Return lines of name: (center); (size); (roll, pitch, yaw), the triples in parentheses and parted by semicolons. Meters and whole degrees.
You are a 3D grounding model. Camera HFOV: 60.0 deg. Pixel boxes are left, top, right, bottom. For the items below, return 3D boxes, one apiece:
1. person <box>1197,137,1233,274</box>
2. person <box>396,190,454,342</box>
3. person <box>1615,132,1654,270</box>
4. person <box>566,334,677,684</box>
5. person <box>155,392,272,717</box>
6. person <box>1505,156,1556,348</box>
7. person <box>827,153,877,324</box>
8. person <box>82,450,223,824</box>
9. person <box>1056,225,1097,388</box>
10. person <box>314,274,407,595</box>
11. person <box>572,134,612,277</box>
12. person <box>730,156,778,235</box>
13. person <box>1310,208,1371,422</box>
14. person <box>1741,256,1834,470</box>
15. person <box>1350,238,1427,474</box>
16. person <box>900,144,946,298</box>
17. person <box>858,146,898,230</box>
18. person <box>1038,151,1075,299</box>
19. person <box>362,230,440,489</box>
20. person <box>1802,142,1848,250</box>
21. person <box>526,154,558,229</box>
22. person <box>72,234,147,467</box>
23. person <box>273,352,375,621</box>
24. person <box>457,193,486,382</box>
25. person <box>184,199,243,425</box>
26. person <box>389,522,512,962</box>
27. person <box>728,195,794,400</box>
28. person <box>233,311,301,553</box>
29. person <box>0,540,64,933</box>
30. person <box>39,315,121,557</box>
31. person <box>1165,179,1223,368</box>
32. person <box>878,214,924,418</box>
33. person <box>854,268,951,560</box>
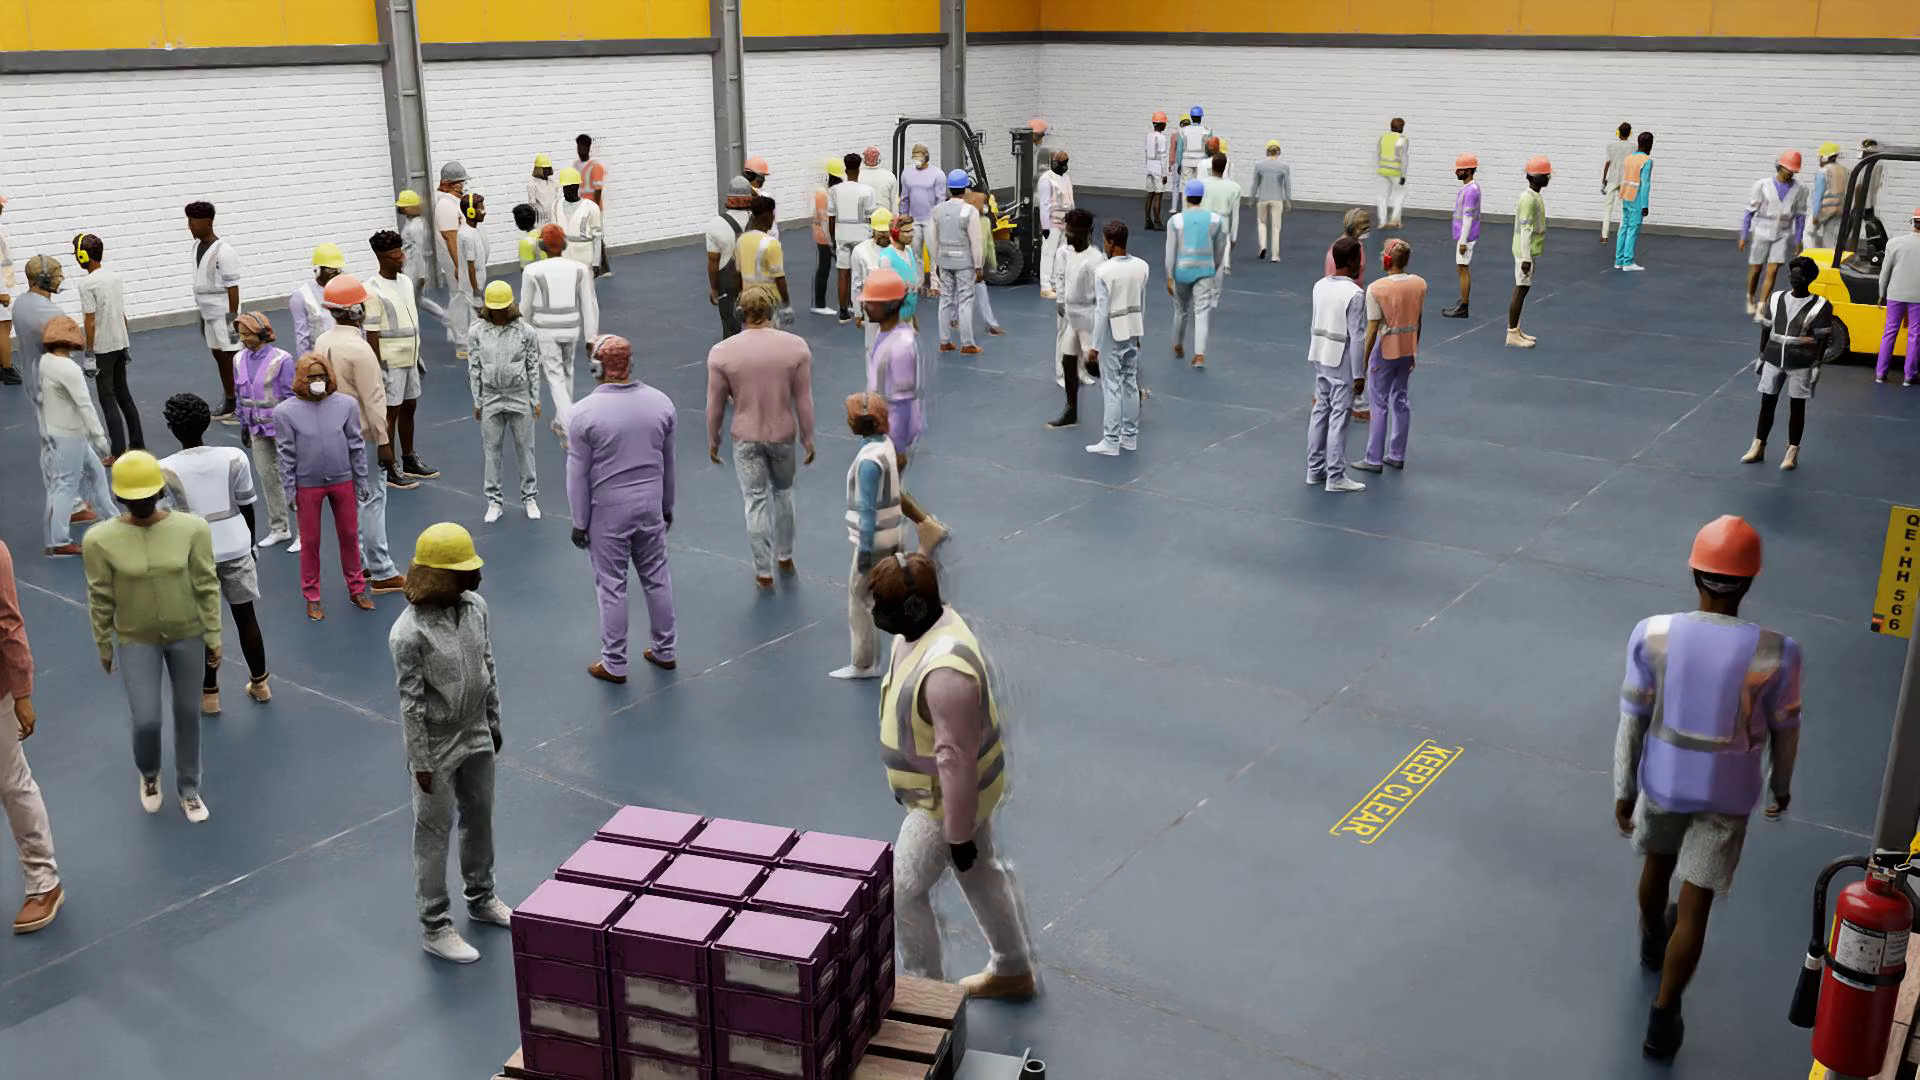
person: (3.495, -4.630, 23.039); (0.603, 1.854, 0.631); (-9, 20, -25)
person: (-5.866, -2.925, 17.951); (0.758, 1.701, 0.491); (-5, 18, -15)
person: (9.450, -4.742, 23.305); (0.397, 1.911, 0.587); (-2, 18, -7)
person: (-1.838, -0.169, 9.026); (0.640, 1.899, 0.395); (-15, 23, -39)
person: (-3.882, 0.074, 8.602); (0.539, 1.693, 0.322); (-15, 23, -39)
person: (6.165, -3.109, 17.975); (0.375, 2.042, 0.615); (7, 19, 21)
person: (-1.229, -3.490, 19.292); (0.615, 1.964, 0.361); (6, 19, 17)
person: (-3.524, 0.443, 7.352); (0.524, 1.749, 0.364); (-11, 21, -30)
person: (1.128, -2.298, 16.096); (0.512, 1.639, 0.311); (-13, 22, -36)
person: (-3.735, -0.652, 10.364); (0.609, 1.997, 0.370); (15, 23, 39)
person: (-5.117, -4.507, 22.549); (0.659, 1.920, 0.730); (15, 23, 39)
person: (-2.217, -3.143, 18.114); (0.613, 2.031, 0.410); (10, 20, 28)
person: (3.451, -1.967, 14.640); (0.669, 1.896, 0.696); (9, 20, 25)
person: (6.589, -1.406, 13.209); (0.321, 1.697, 0.534); (-15, 23, -39)
person: (3.380, -1.435, 13.060); (0.565, 1.846, 0.390); (-10, 20, -28)
person: (-0.474, -4.041, 21.086); (0.636, 1.929, 0.381); (8, 20, 24)
person: (-1.101, -3.976, 20.911); (0.650, 1.906, 0.401); (-3, 18, -9)
person: (1.231, -3.995, 21.077); (0.429, 1.839, 0.634); (11, 21, 31)
person: (-4.299, -1.381, 12.704); (0.361, 1.959, 0.613); (4, 18, 13)
person: (11.811, -4.517, 22.764); (0.630, 1.810, 0.518); (-8, 19, -24)
person: (-5.379, -4.129, 21.654); (0.297, 1.744, 0.487); (12, 22, 34)
person: (-6.819, -1.508, 13.284); (0.332, 1.856, 0.527); (2, 18, 5)
person: (-3.795, -0.325, 9.951); (0.498, 1.626, 0.289); (-11, 21, -32)
person: (-4.675, -2.411, 16.092); (0.331, 1.864, 0.505); (-5, 19, -16)
person: (-6.536, -2.010, 14.667); (0.620, 1.965, 0.369); (15, 23, 39)
person: (-1.915, 0.765, 6.358); (0.320, 1.738, 0.485); (8, 20, 24)
person: (-1.865, -2.232, 15.468); (1.023, 1.917, 0.612); (-12, 22, -34)
person: (-4.637, -0.732, 11.213); (0.525, 1.631, 0.313); (7, 19, 21)
person: (-3.931, 0.604, 6.471); (0.624, 1.980, 0.410); (-2, 18, -6)
person: (-5.860, -0.712, 11.180); (0.769, 1.597, 0.561); (-17, 24, -42)
person: (2.393, -2.740, 17.085); (0.585, 1.893, 1.027); (0, 18, 1)
person: (-0.541, -1.947, 14.663); (0.403, 1.846, 0.567); (5, 18, 16)
person: (-0.395, -0.698, 10.453); (0.556, 2.032, 0.624); (-3, 18, -10)
